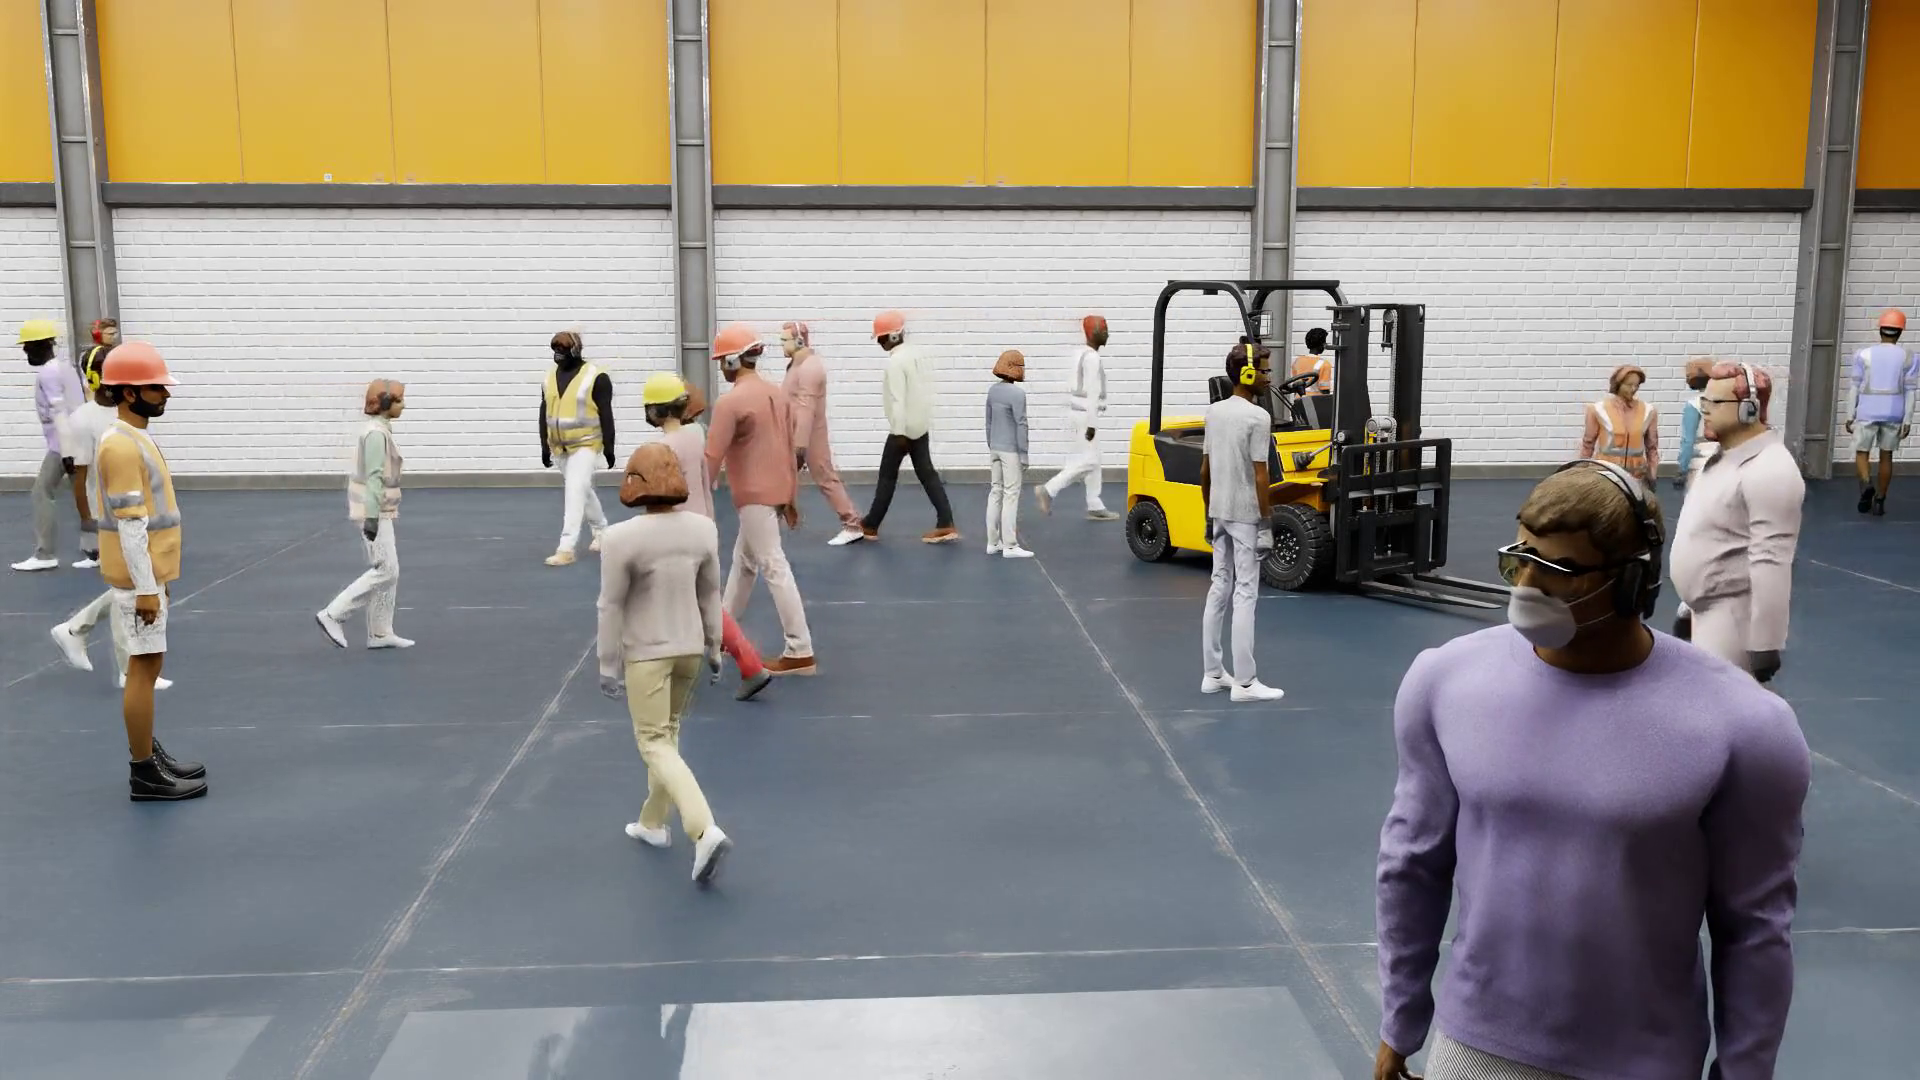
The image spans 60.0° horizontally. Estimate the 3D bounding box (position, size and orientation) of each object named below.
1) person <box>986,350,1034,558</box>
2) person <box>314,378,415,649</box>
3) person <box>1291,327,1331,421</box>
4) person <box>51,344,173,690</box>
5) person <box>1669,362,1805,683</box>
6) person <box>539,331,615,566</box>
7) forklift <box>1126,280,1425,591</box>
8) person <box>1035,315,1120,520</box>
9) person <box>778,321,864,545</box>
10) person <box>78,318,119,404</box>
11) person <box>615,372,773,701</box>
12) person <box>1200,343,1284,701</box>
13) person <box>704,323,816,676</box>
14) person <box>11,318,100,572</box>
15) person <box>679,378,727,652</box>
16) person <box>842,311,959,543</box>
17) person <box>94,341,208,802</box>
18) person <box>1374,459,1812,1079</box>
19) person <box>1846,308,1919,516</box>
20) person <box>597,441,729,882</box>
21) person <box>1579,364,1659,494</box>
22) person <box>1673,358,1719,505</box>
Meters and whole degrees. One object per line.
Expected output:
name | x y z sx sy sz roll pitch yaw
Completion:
person | 0.386 -0.681 13.108 0.281 1.631 0.504 -5 10 -30
person | -3.469 -0.133 9.723 0.517 1.614 0.530 -3 9 -18
person | 3.551 -1.295 16.793 0.319 1.691 0.535 -5 10 -30
person | -4.567 -0.119 8.870 0.617 1.858 0.524 1 9 3
person | 2.838 0.290 6.184 0.421 1.896 0.640 2 9 12
person | -2.993 -0.741 13.024 0.625 1.794 0.982 4 10 25
forklift | 2.301 -0.860 12.475 1.214 2.155 2.313 -6 11 -35
person | 1.064 -1.084 14.926 0.721 1.867 0.585 -1 9 -5
person | -1.257 -0.853 13.548 1.013 1.851 0.647 -3 10 -18
person | -7.705 -1.087 15.025 0.440 1.831 0.602 0 9 -1
person | -1.391 -0.014 8.656 0.907 1.727 0.529 2 9 13
person | 1.462 -0.094 8.706 0.335 1.865 0.519 -5 10 -29
person | -1.228 -0.224 9.265 1.011 1.930 0.646 4 10 22
person | -6.775 -0.698 12.393 0.797 1.889 0.607 -2 9 -15
person | -1.671 -0.130 9.706 0.661 1.610 0.517 0 9 -2
person | -0.470 -0.916 13.717 1.025 1.920 0.625 3 10 21
person | -3.435 0.133 7.046 0.360 1.938 0.545 -4 10 -24
person | 0.968 0.830 2.671 0.635 1.936 0.353 6 11 33
person | 8.396 -1.147 15.151 0.554 1.916 0.652 4 10 25
person | -1.076 0.438 6.193 0.504 1.606 0.775 -8 12 -43
person | 4.599 -0.440 11.674 0.529 1.609 0.763 0 9 -1
person | 5.427 -0.504 12.072 0.618 1.612 0.324 -5 10 -30
